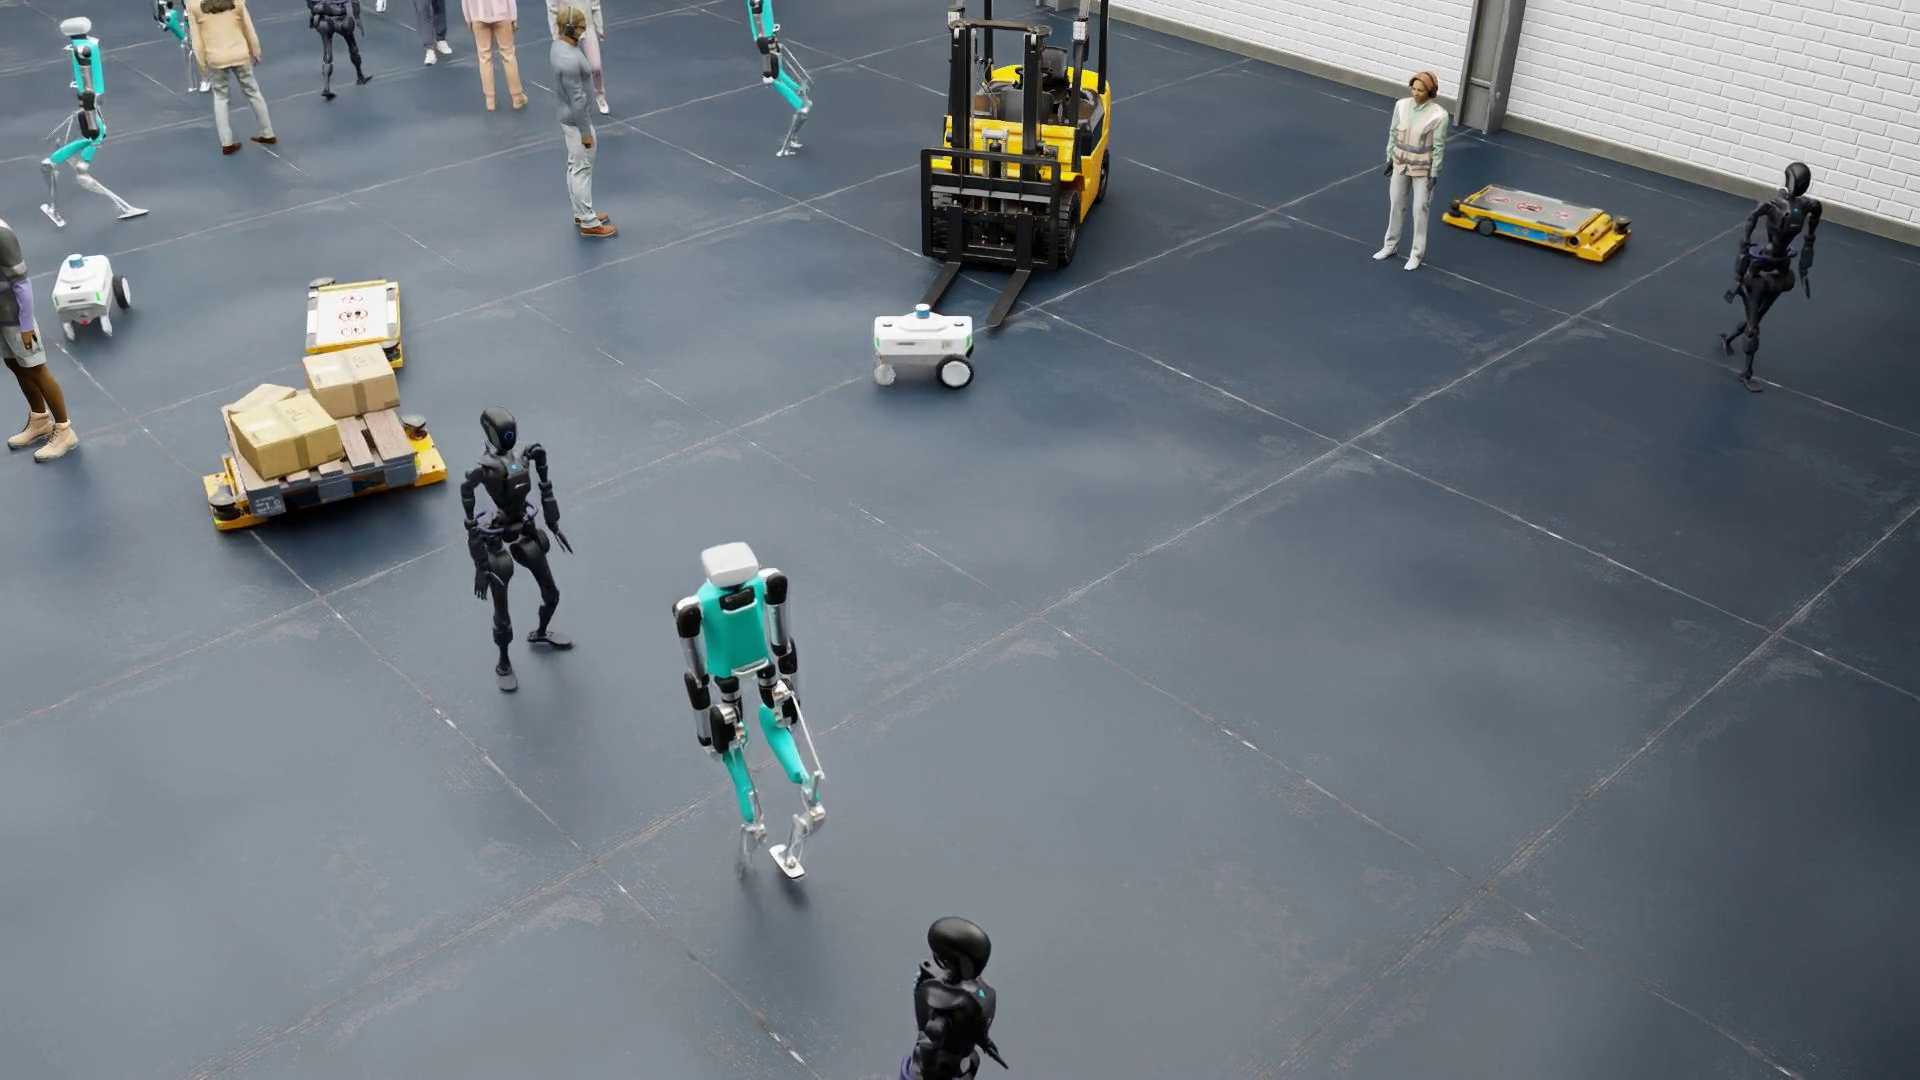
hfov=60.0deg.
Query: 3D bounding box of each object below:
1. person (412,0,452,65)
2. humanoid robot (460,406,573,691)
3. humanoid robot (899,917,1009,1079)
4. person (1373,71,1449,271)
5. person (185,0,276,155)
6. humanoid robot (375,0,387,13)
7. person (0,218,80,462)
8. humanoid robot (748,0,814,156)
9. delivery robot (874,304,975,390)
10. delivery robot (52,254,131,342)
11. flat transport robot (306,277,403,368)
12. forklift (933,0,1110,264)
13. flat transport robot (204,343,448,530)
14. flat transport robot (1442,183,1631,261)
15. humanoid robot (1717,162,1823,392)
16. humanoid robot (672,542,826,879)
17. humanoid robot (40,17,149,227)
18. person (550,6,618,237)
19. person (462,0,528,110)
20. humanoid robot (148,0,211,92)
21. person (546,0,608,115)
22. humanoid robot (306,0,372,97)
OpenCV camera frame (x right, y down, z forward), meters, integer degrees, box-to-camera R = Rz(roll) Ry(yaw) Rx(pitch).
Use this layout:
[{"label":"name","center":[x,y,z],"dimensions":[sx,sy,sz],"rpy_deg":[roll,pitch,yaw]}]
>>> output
[{"label":"person","center":[-5.822,-6.185,18.248],"dimensions":[0.835,1.820,0.875],"rpy_deg":[-10,34,-15]},{"label":"humanoid robot","center":[-2.390,-0.005,8.884],"dimensions":[0.371,1.640,0.602],"rpy_deg":[25,41,33]},{"label":"humanoid robot","center":[-0.027,1.932,5.912],"dimensions":[0.321,1.654,0.591],"rpy_deg":[10,34,15]},{"label":"person","center":[3.692,-3.019,13.565],"dimensions":[0.315,1.632,0.517],"rpy_deg":[-27,42,-35]},{"label":"person","center":[-6.969,-4.625,15.832],"dimensions":[0.593,1.853,0.453],"rpy_deg":[-17,37,-24]},{"label":"humanoid robot","center":[-7.038,-7.173,19.860],"dimensions":[0.554,1.715,0.989],"rpy_deg":[-3,33,-5]},{"label":"person","center":[-6.239,-1.479,10.823],"dimensions":[0.613,2.042,0.370],"rpy_deg":[21,38,29]},{"label":"humanoid robot","center":[-1.639,-4.490,15.722],"dimensions":[0.676,1.777,0.535],"rpy_deg":[0,33,0]},{"label":"delivery robot","center":[-0.241,-1.423,12.102],"dimensions":[0.777,0.598,0.499],"rpy_deg":[0,33,-1]},{"label":"delivery robot","center":[-6.762,-1.917,12.870],"dimensions":[0.499,0.608,0.797],"rpy_deg":[-10,34,-15]},{"label":"flat transport robot","center":[-4.625,-1.654,12.716],"dimensions":[0.659,0.231,1.431],"rpy_deg":[-9,34,-14]},{"label":"forklift","center":[0.570,-3.725,14.138],"dimensions":[1.214,2.155,2.313],"rpy_deg":[9,34,13]},{"label":"flat transport robot","center":[-4.147,-0.446,10.859],"dimensions":[1.431,0.231,0.659],"rpy_deg":[-16,36,-23]},{"label":"flat transport robot","center":[4.998,-2.766,14.424],"dimensions":[1.431,0.231,0.659],"rpy_deg":[23,40,31]},{"label":"humanoid robot","center":[5.788,-1.942,11.926],"dimensions":[0.600,1.641,0.781],"rpy_deg":[-4,33,-5]},{"label":"humanoid robot","center":[-0.872,0.900,7.462],"dimensions":[0.541,1.798,0.826],"rpy_deg":[-20,38,-27]},{"label":"humanoid robot","center":[-7.755,-3.564,14.328],"dimensions":[0.971,1.757,0.567],"rpy_deg":[-12,35,-17]},{"label":"person","center":[-3.221,-3.532,14.078],"dimensions":[0.371,1.934,0.627],"rpy_deg":[-11,35,-16]},{"label":"person","center":[-4.755,-5.267,16.879],"dimensions":[0.535,1.781,0.400],"rpy_deg":[-3,33,-5]},{"label":"humanoid robot","center":[-8.040,-5.468,17.268],"dimensions":[0.538,1.800,0.812],"rpy_deg":[0,33,-1]},{"label":"person","center":[-3.837,-5.089,16.649],"dimensions":[0.531,1.734,0.481],"rpy_deg":[-10,34,-14]},{"label":"humanoid robot","center":[-6.571,-5.484,17.380],"dimensions":[0.609,1.634,0.826],"rpy_deg":[5,33,7]}]
